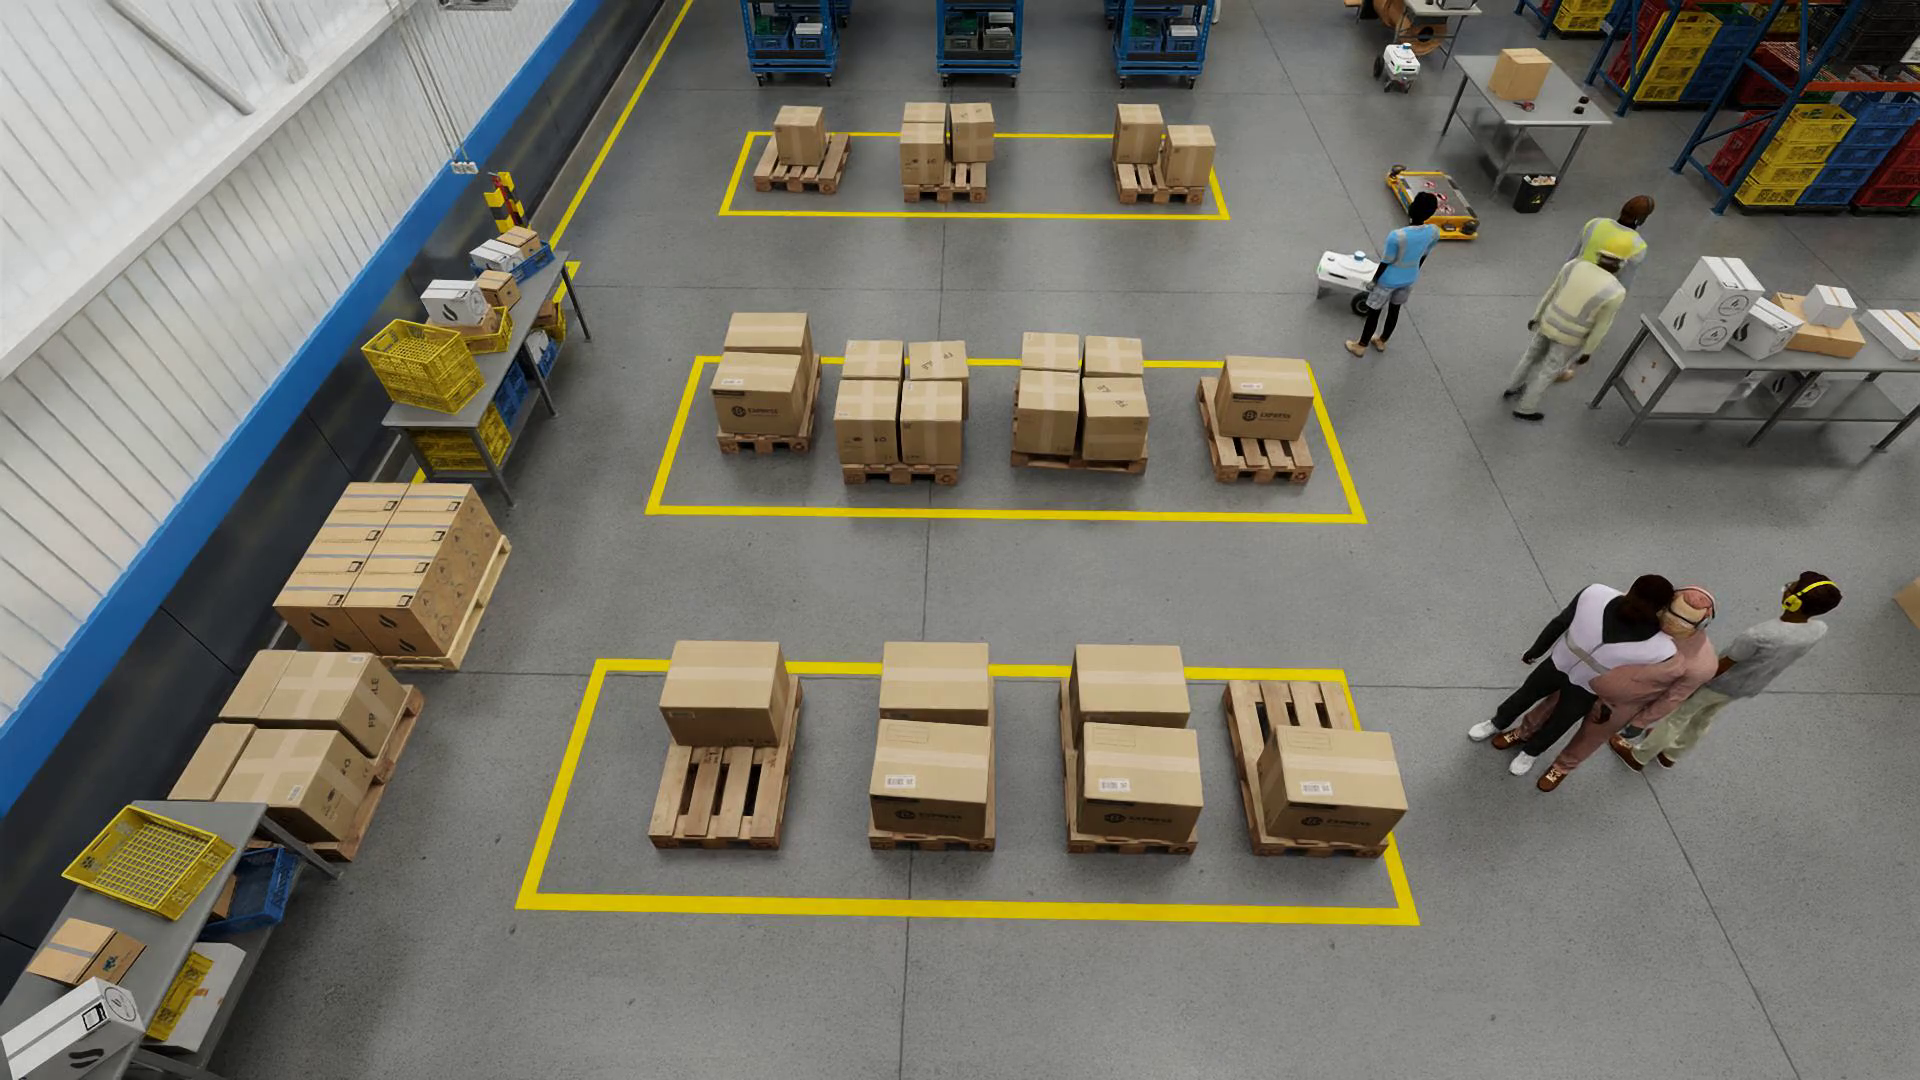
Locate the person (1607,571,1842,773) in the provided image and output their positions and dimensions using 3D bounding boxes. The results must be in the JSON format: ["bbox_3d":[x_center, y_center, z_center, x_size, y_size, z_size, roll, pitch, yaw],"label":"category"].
[{"bbox_3d":[4.765,0.874,5.721,0.516,1.859,0.332,-7,50,-6],"label":"person"}]

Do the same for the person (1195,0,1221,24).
[{"bbox_3d":[4.031,-9.038,14.440,0.525,1.636,0.307,5,49,4],"label":"person"}]

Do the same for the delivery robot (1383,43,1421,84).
[{"bbox_3d":[6.384,-6.916,13.255,0.477,0.478,0.707,2,49,2],"label":"delivery robot"}]

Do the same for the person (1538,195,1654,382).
[{"bbox_3d":[5.829,-2.310,8.484,0.429,1.844,0.623,-19,52,-16],"label":"person"}]

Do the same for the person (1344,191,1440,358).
[{"bbox_3d":[4.146,-2.506,8.746,0.541,1.697,0.316,-13,50,-11],"label":"person"}]

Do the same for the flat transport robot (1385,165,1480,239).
[{"bbox_3d":[5.692,-4.094,11.059,0.652,0.197,1.431,1,49,1],"label":"flat transport robot"}]

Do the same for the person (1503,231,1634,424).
[{"bbox_3d":[5.399,-1.871,8.126,0.492,1.813,0.643,-18,52,-15],"label":"person"}]

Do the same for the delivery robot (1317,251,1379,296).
[{"bbox_3d":[4.158,-2.819,9.709,0.707,0.478,0.477,22,53,18],"label":"delivery robot"}]

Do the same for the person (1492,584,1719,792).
[{"bbox_3d":[3.982,0.909,5.651,0.407,1.913,0.641,-23,53,-18],"label":"person"}]

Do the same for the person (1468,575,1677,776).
[{"bbox_3d":[3.856,0.830,5.715,0.372,1.917,0.596,-26,54,-21],"label":"person"}]
